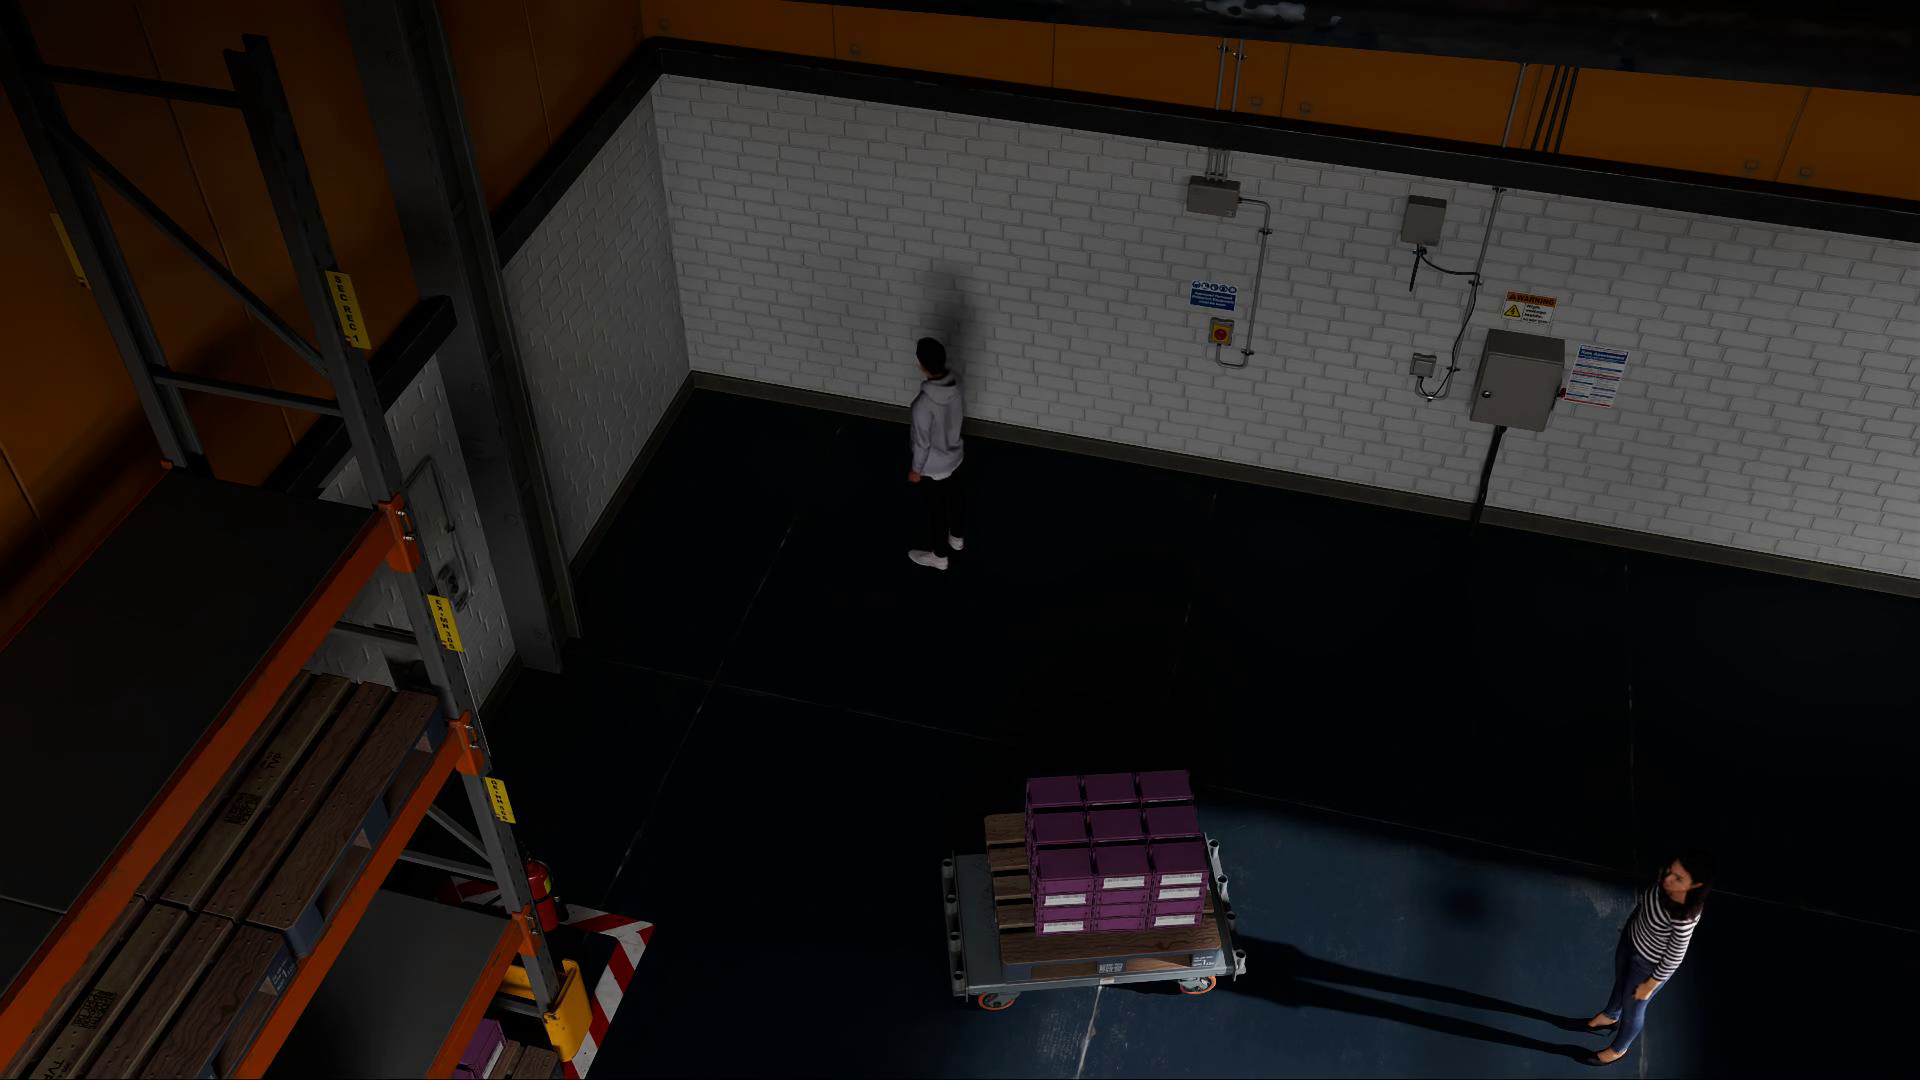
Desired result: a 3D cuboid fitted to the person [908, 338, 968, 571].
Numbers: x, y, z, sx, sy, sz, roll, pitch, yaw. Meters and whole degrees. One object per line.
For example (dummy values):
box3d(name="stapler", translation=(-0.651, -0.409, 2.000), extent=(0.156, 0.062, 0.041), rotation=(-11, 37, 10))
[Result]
box3d(name="person", translation=(-0.130, -0.593, 11.494), extent=(0.803, 1.927, 0.637), rotation=(23, 48, 23))

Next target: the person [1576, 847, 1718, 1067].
box3d(name="person", translation=(3.579, 2.177, 8.682), extent=(0.677, 1.795, 0.467), rotation=(4, 44, 4))
